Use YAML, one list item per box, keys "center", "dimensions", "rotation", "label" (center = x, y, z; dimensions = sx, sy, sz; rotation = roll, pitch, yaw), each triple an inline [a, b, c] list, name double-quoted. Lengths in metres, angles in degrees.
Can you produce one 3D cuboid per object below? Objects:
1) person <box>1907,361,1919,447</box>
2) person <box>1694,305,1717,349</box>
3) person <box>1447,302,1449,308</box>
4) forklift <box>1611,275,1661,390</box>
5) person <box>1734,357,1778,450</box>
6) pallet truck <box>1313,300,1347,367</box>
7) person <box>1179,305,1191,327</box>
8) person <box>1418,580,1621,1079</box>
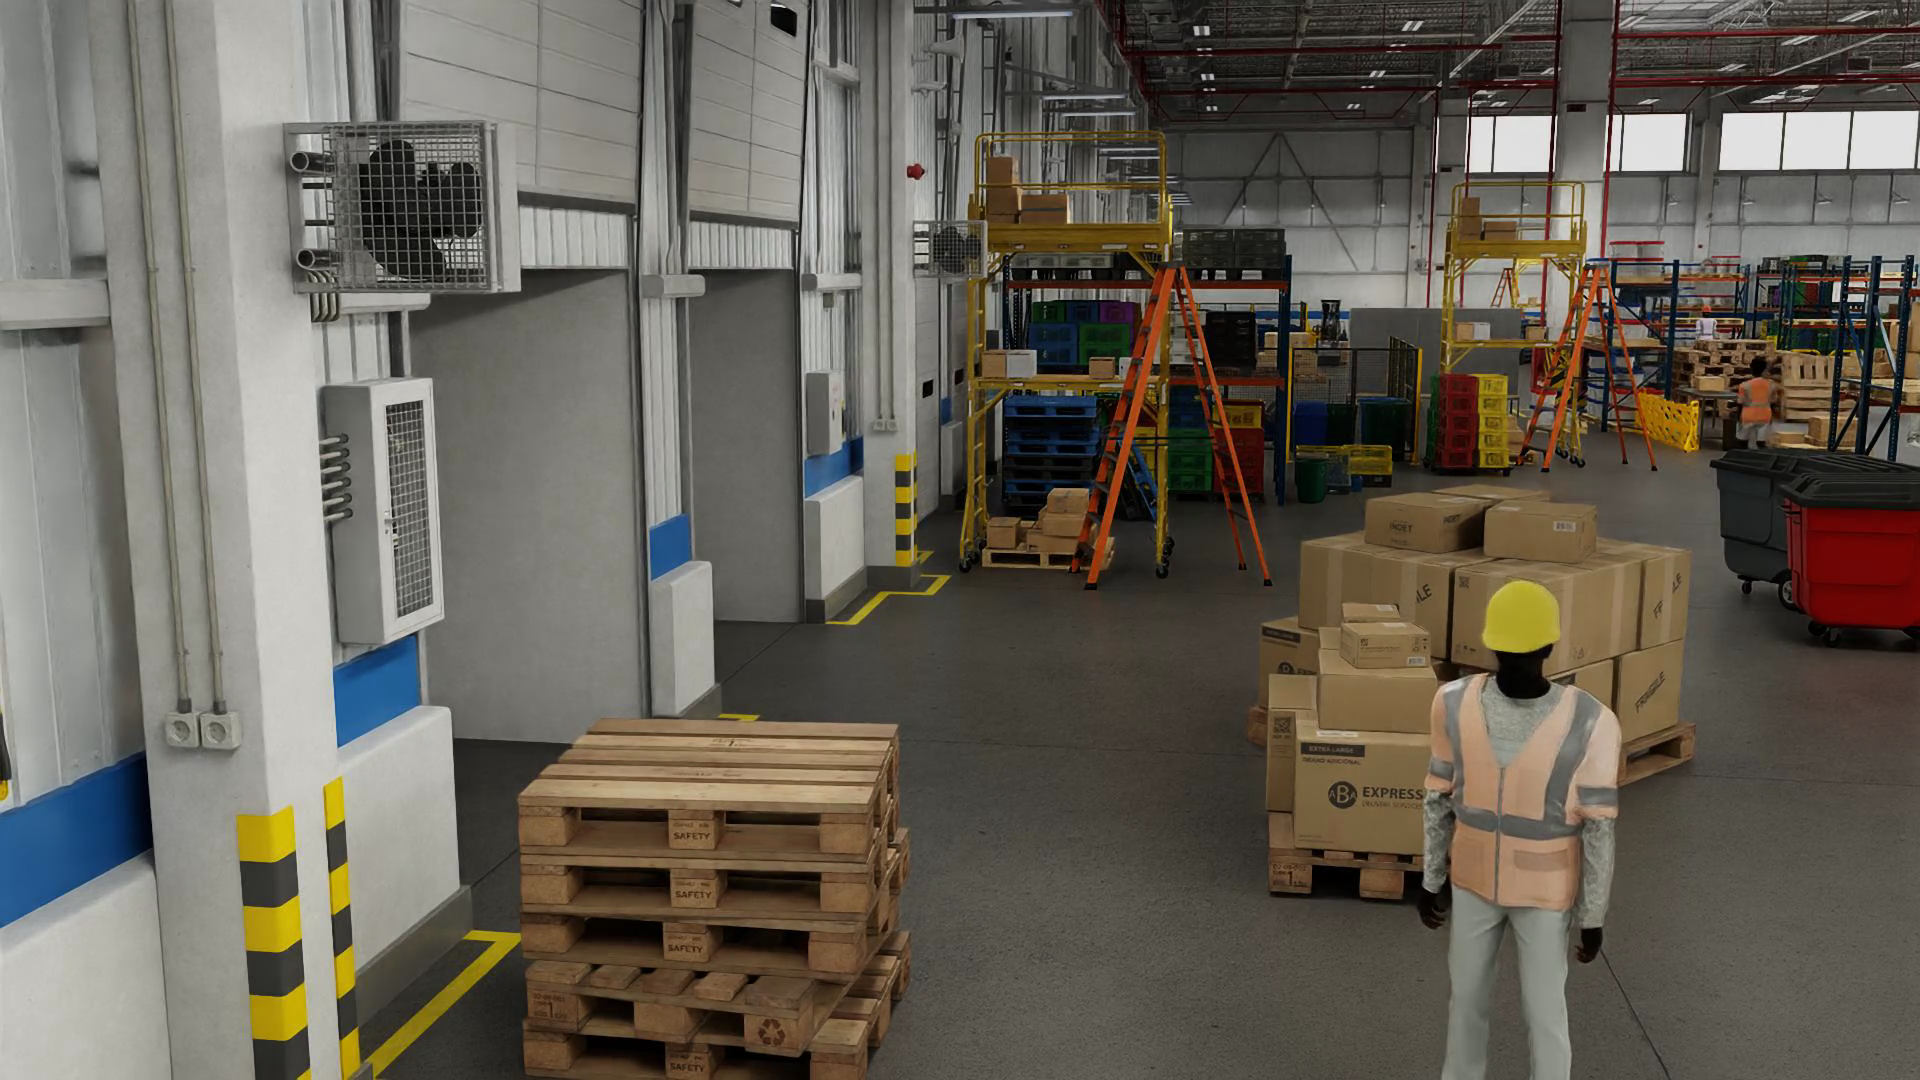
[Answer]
- center: [15.602, -2.361, 26.866]
  dimensions: [0.334, 1.737, 0.486]
  rotation: [9, 13, 44]
  label: "person"
- center: [19.371, -5.125, 43.271]
  dimensions: [0.542, 1.939, 0.364]
  rotation: [0, 9, -3]
  label: "person"
- center: [14.830, -6.267, 50.419]
  dimensions: [0.632, 1.912, 0.848]
  rotation: [-5, 11, -30]
  label: "person"
- center: [15.642, -4.927, 39.155]
  dimensions: [1.873, 2.768, 1.129]
  rotation: [5, 10, 28]
  label: "forklift"
- center: [10.762, -1.632, 22.497]
  dimensions: [0.539, 1.677, 0.571]
  rotation: [1, 9, 6]
  label: "person"
- center: [11.159, -6.200, 49.718]
  dimensions: [0.823, 1.965, 1.885]
  rotation: [4, 10, 26]
  label: "pallet truck"
- center: [6.127, -5.360, 44.761]
  dimensions: [0.543, 1.930, 0.389]
  rotation: [-6, 11, -34]
  label: "person"
- center: [1.712, 1.064, 5.171]
  dimensions: [0.589, 1.918, 0.396]
  rotation: [7, 12, 38]
  label: "person"
